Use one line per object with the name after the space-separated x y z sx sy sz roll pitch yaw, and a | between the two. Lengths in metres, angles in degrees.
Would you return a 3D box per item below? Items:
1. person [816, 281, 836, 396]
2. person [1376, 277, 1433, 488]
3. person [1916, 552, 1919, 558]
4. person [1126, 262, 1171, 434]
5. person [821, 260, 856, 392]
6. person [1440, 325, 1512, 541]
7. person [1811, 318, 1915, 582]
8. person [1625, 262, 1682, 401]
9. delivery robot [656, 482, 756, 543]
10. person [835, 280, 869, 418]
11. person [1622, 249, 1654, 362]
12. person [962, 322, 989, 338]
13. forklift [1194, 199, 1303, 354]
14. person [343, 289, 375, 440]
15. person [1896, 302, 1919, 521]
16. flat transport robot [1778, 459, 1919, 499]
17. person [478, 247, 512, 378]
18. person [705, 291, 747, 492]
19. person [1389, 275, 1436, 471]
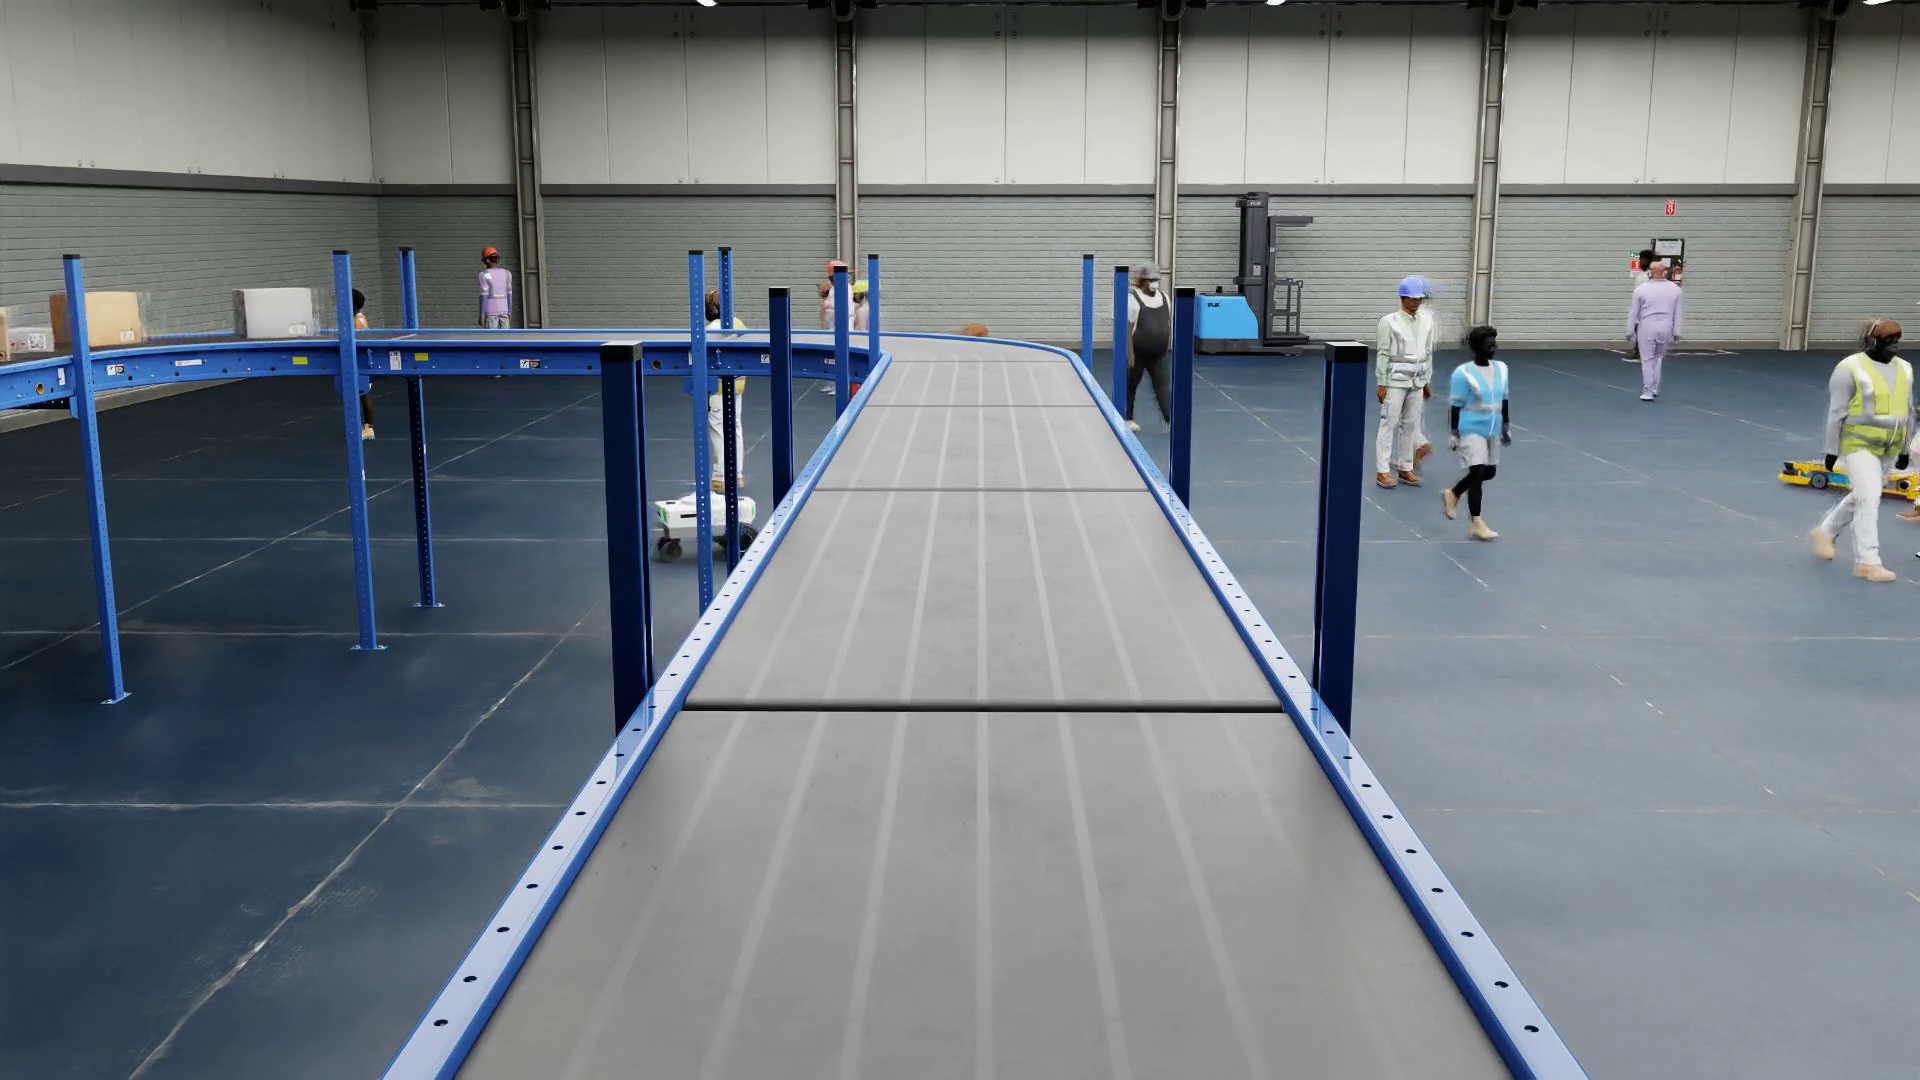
-1.842 -2.830 23.377 0.483 1.607 0.540 0 11 2 | person
4.148 -1.468 15.513 0.614 1.943 0.405 -5 12 -25 | person
7.297 -0.754 11.965 0.406 1.902 0.636 -4 12 -18 | person
2.192 -2.213 19.206 0.697 2.000 1.046 -5 12 -26 | person
-1.608 -2.864 22.767 0.513 1.911 0.558 6 12 27 | person
4.040 -0.871 13.139 0.540 1.675 0.681 -6 12 -26 | person
6.411 -0.675 11.813 0.634 1.816 0.875 -3 11 -15 | person
9.489 -2.874 22.878 0.680 1.883 0.686 0 11 0 | person
-1.894 -0.187 12.384 0.707 0.478 0.477 -3 12 -18 | delivery robot
-1.128 -2.350 20.580 0.816 1.734 0.529 1 11 5 | person
11.970 -4.083 28.963 0.766 1.945 0.609 -2 11 -9 | person
0.099 -1.042 14.164 0.354 1.610 0.532 -8 13 -34 | person
5.313 -4.851 30.603 1.873 2.768 1.129 0 11 1 | forklift
-6.806 -1.987 18.827 0.317 1.696 0.538 -4 12 -19 | person
8.001 -1.128 13.692 0.654 1.969 0.654 3 11 13 | person
8.433 -0.580 15.375 0.652 0.197 1.431 -7 13 -32 | flat transport robot
-7.310 -3.575 26.117 0.391 2.034 0.605 8 14 37 | person
-2.205 -1.367 15.308 0.428 1.832 0.627 6 12 27 | person
4.463 -1.642 16.431 0.455 1.929 0.617 7 13 32 | person
